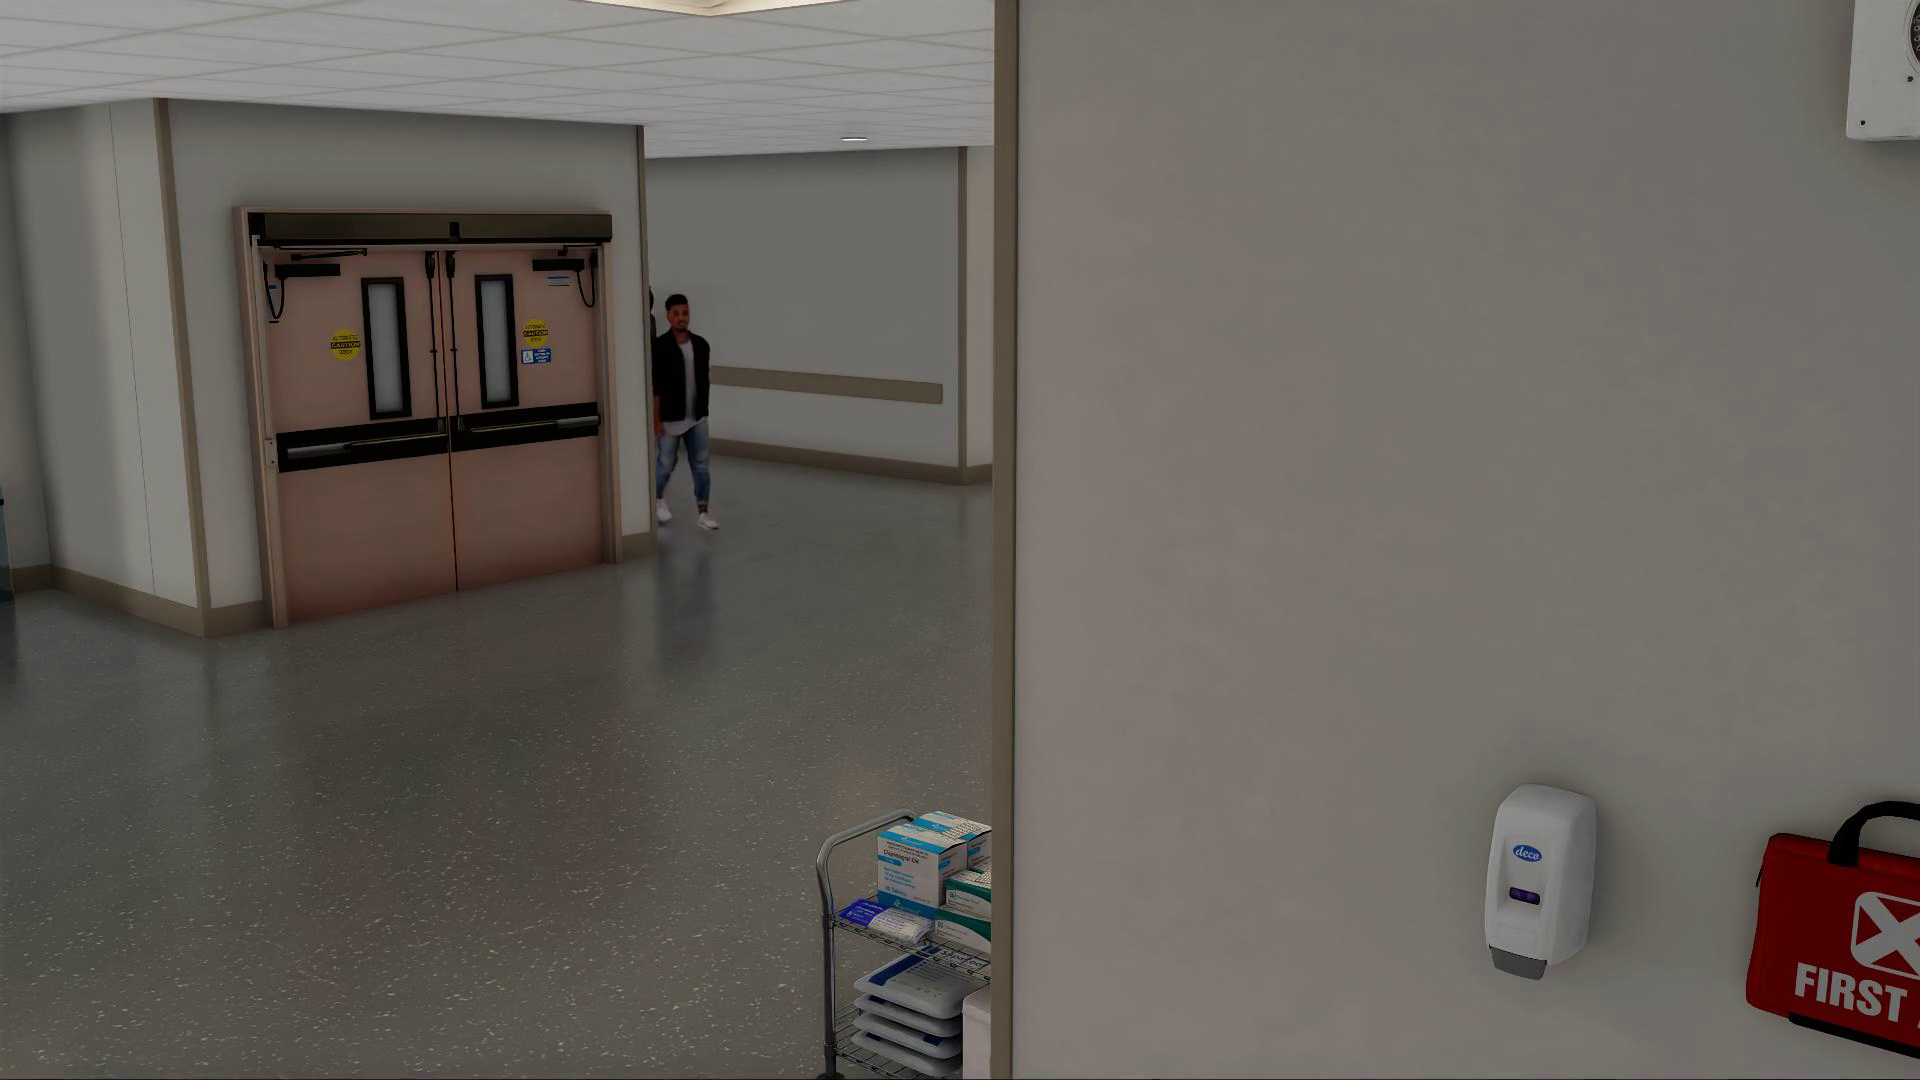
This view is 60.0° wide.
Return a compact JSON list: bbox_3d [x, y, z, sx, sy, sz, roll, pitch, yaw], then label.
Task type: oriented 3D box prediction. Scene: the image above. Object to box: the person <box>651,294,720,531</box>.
[{"bbox_3d":[-2.199,-0.974,12.790,1.201,1.773,0.992,-7,13,-32],"label":"person"}]
